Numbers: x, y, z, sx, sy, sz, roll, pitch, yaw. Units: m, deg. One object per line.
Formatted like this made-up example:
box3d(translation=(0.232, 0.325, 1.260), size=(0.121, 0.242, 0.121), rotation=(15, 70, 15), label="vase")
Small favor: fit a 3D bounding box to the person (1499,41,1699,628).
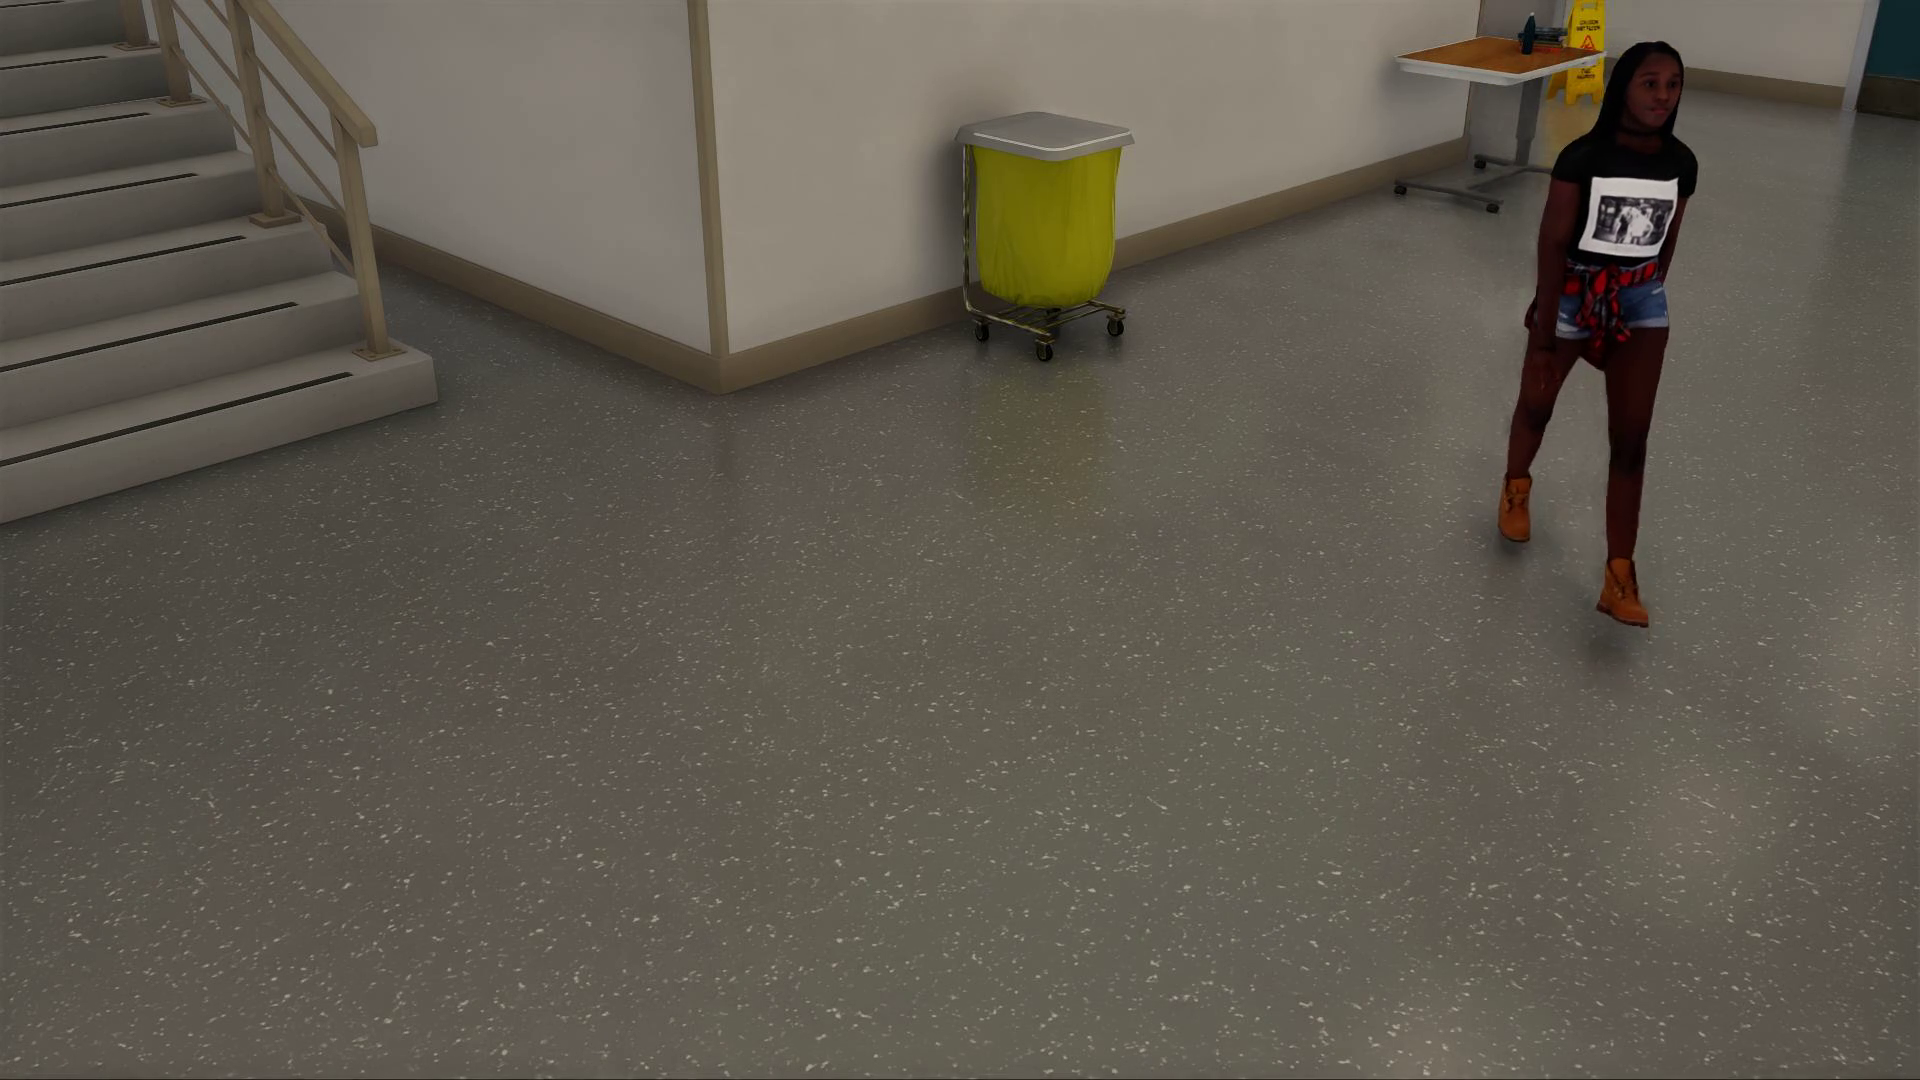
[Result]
box3d(translation=(1.926, -0.662, 5.176), size=(1.164, 1.679, 1.181), rotation=(1, 26, 3), label="person")
